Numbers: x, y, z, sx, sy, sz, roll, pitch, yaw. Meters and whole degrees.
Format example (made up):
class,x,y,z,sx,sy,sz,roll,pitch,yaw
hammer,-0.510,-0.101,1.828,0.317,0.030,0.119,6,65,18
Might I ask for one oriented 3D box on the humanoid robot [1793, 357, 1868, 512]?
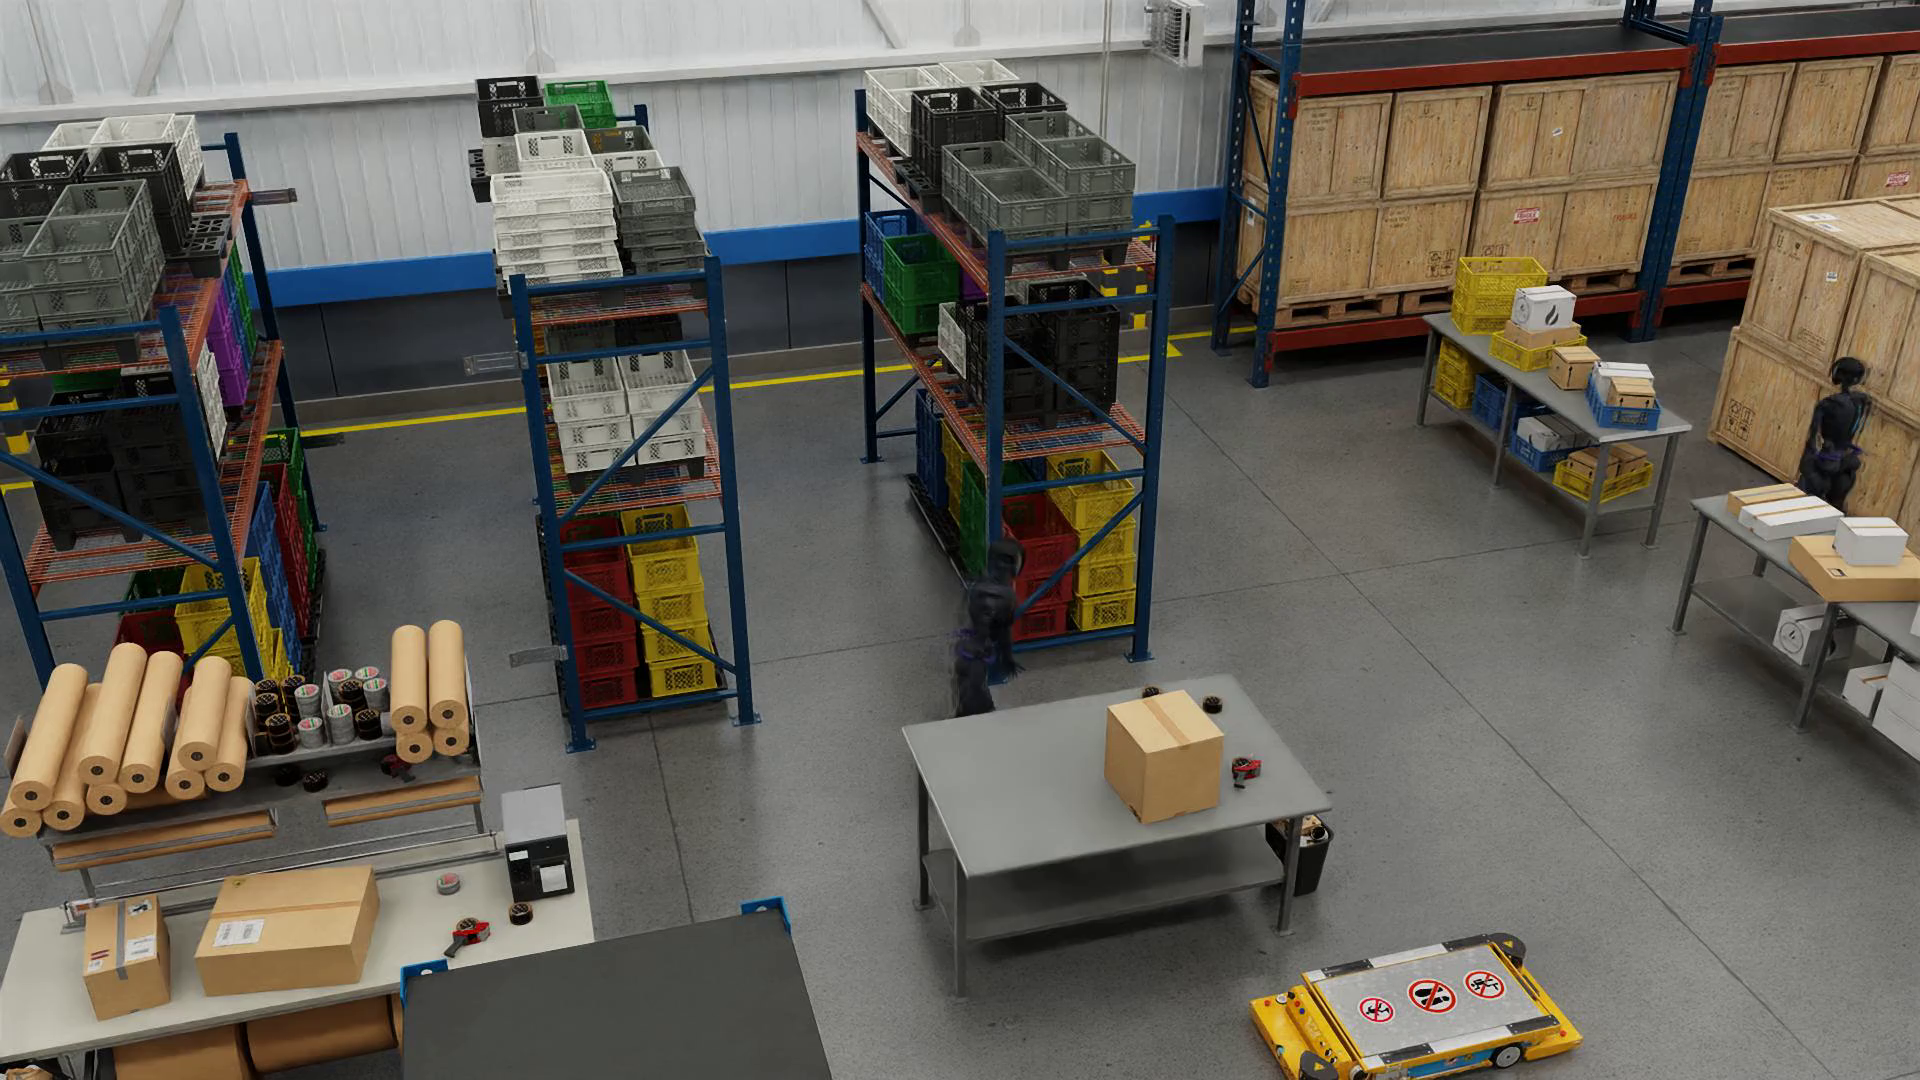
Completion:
class,x,y,z,sx,sy,sz,roll,pitch,yaw
humanoid robot,6.061,-0.508,11.667,0.616,1.623,0.789,-11,31,-20

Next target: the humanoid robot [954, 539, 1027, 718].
class,x,y,z,sx,sy,sz,roll,pitch,yaw
humanoid robot,0.134,0.738,9.400,0.718,1.609,0.547,0,29,-1

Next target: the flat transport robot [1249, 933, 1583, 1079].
class,x,y,z,sx,sy,sz,roll,pitch,yaw
flat transport robot,2.184,2.282,7.980,1.431,0.197,0.652,-8,30,-14
